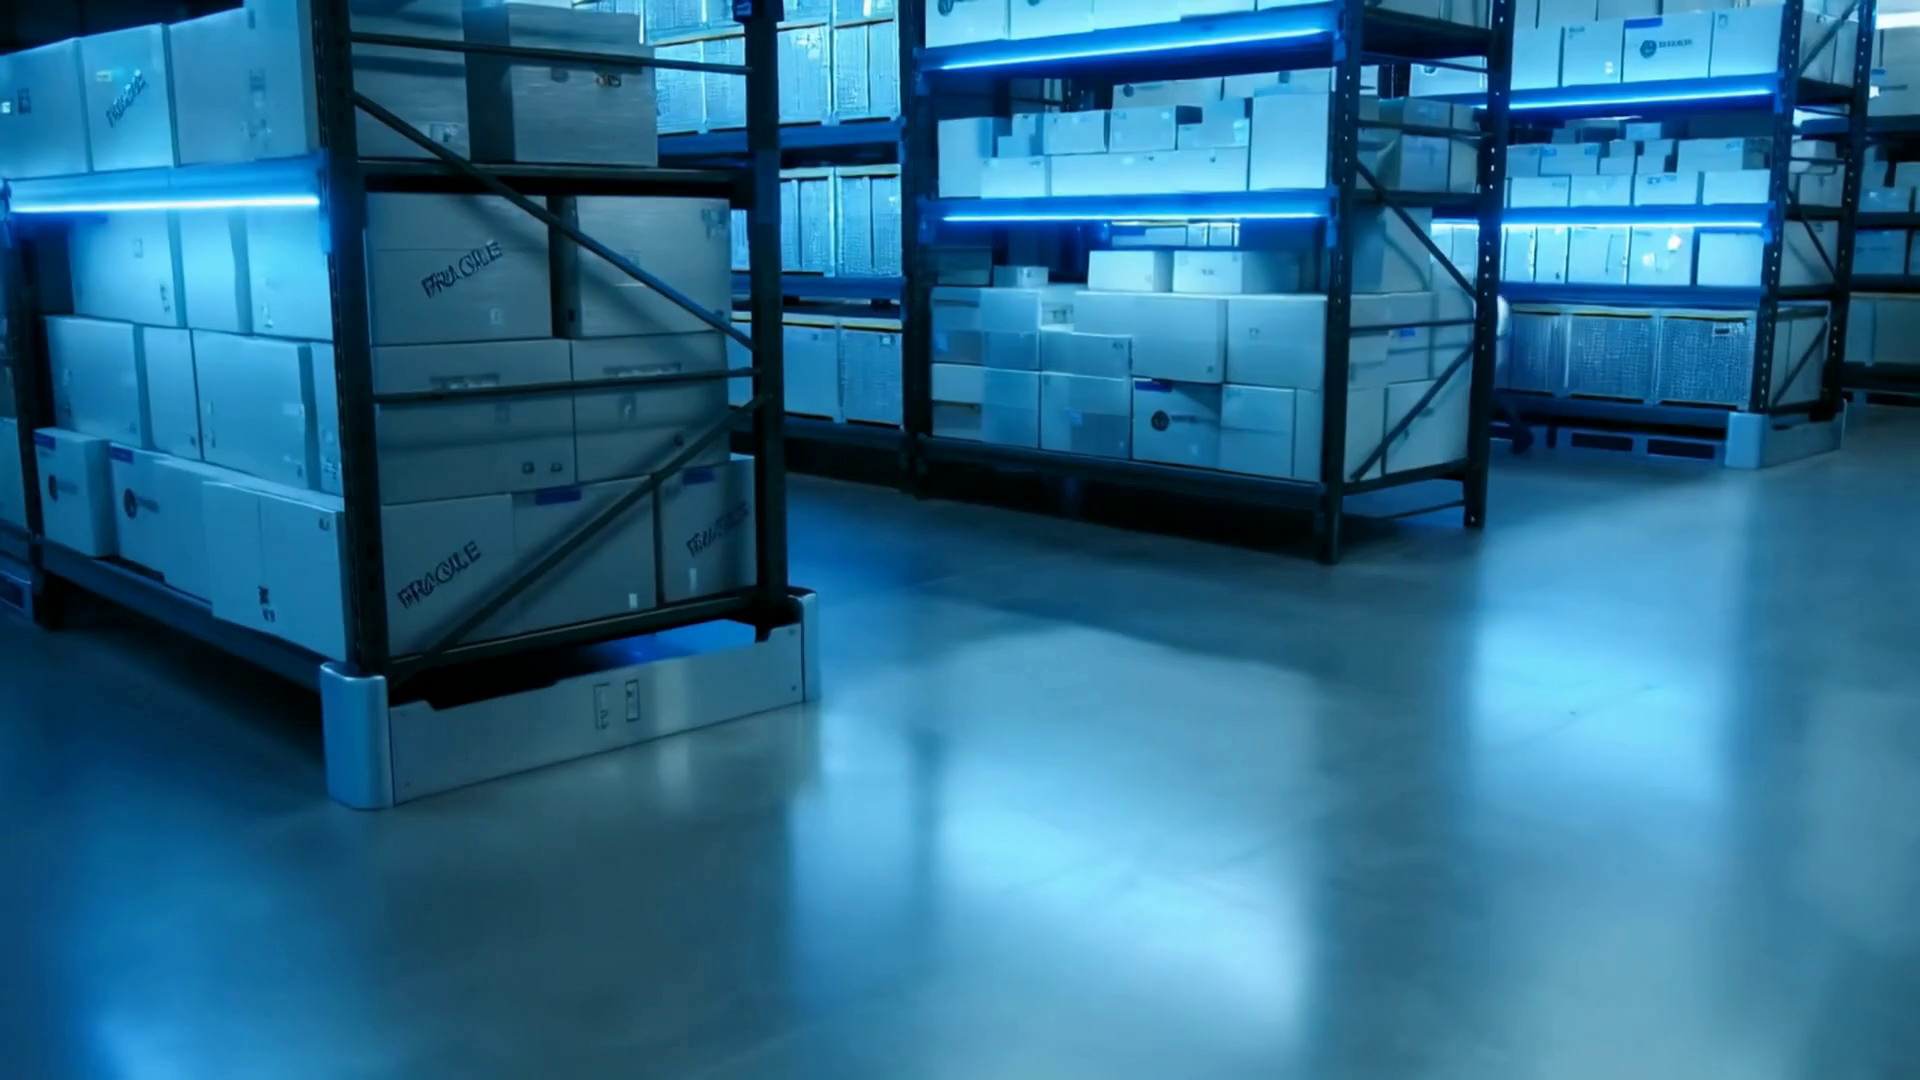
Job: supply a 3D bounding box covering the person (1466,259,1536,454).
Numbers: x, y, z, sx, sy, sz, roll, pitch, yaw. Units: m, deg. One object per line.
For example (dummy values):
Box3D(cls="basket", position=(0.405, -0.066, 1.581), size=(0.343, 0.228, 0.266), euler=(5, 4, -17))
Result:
Box3D(cls="person", position=(5.153, -1.769, 16.156), size=(0.550, 1.914, 0.875), euler=(-10, 14, -43))
